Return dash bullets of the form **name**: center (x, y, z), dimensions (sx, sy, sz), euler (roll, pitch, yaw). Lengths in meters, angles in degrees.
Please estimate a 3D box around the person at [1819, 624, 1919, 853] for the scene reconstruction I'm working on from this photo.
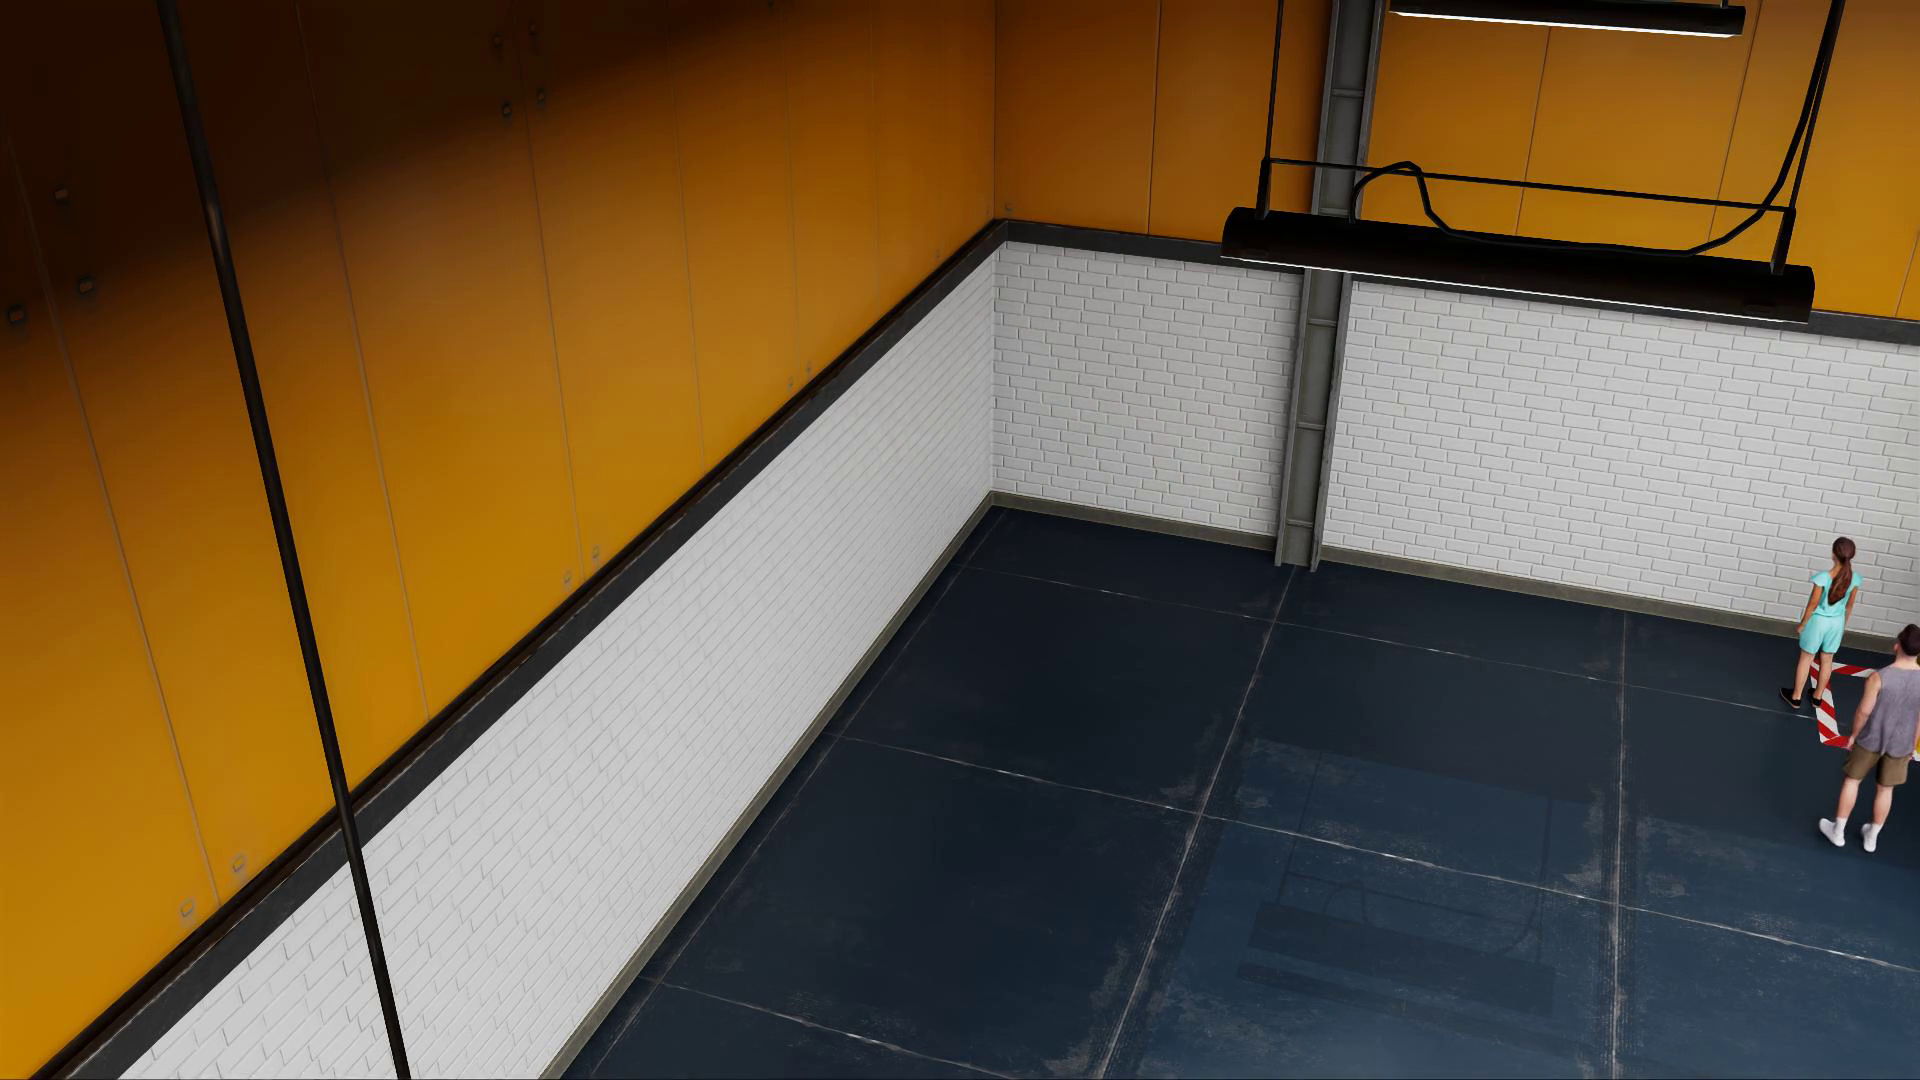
- **person**: center (6.631, 1.435, 11.925), dimensions (0.511, 1.840, 0.700), euler (8, 30, 15)

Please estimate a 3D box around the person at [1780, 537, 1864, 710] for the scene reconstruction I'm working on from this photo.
- **person**: center (7.087, 0.678, 13.633), dimensions (0.568, 1.558, 0.672), euler (2, 29, 3)
